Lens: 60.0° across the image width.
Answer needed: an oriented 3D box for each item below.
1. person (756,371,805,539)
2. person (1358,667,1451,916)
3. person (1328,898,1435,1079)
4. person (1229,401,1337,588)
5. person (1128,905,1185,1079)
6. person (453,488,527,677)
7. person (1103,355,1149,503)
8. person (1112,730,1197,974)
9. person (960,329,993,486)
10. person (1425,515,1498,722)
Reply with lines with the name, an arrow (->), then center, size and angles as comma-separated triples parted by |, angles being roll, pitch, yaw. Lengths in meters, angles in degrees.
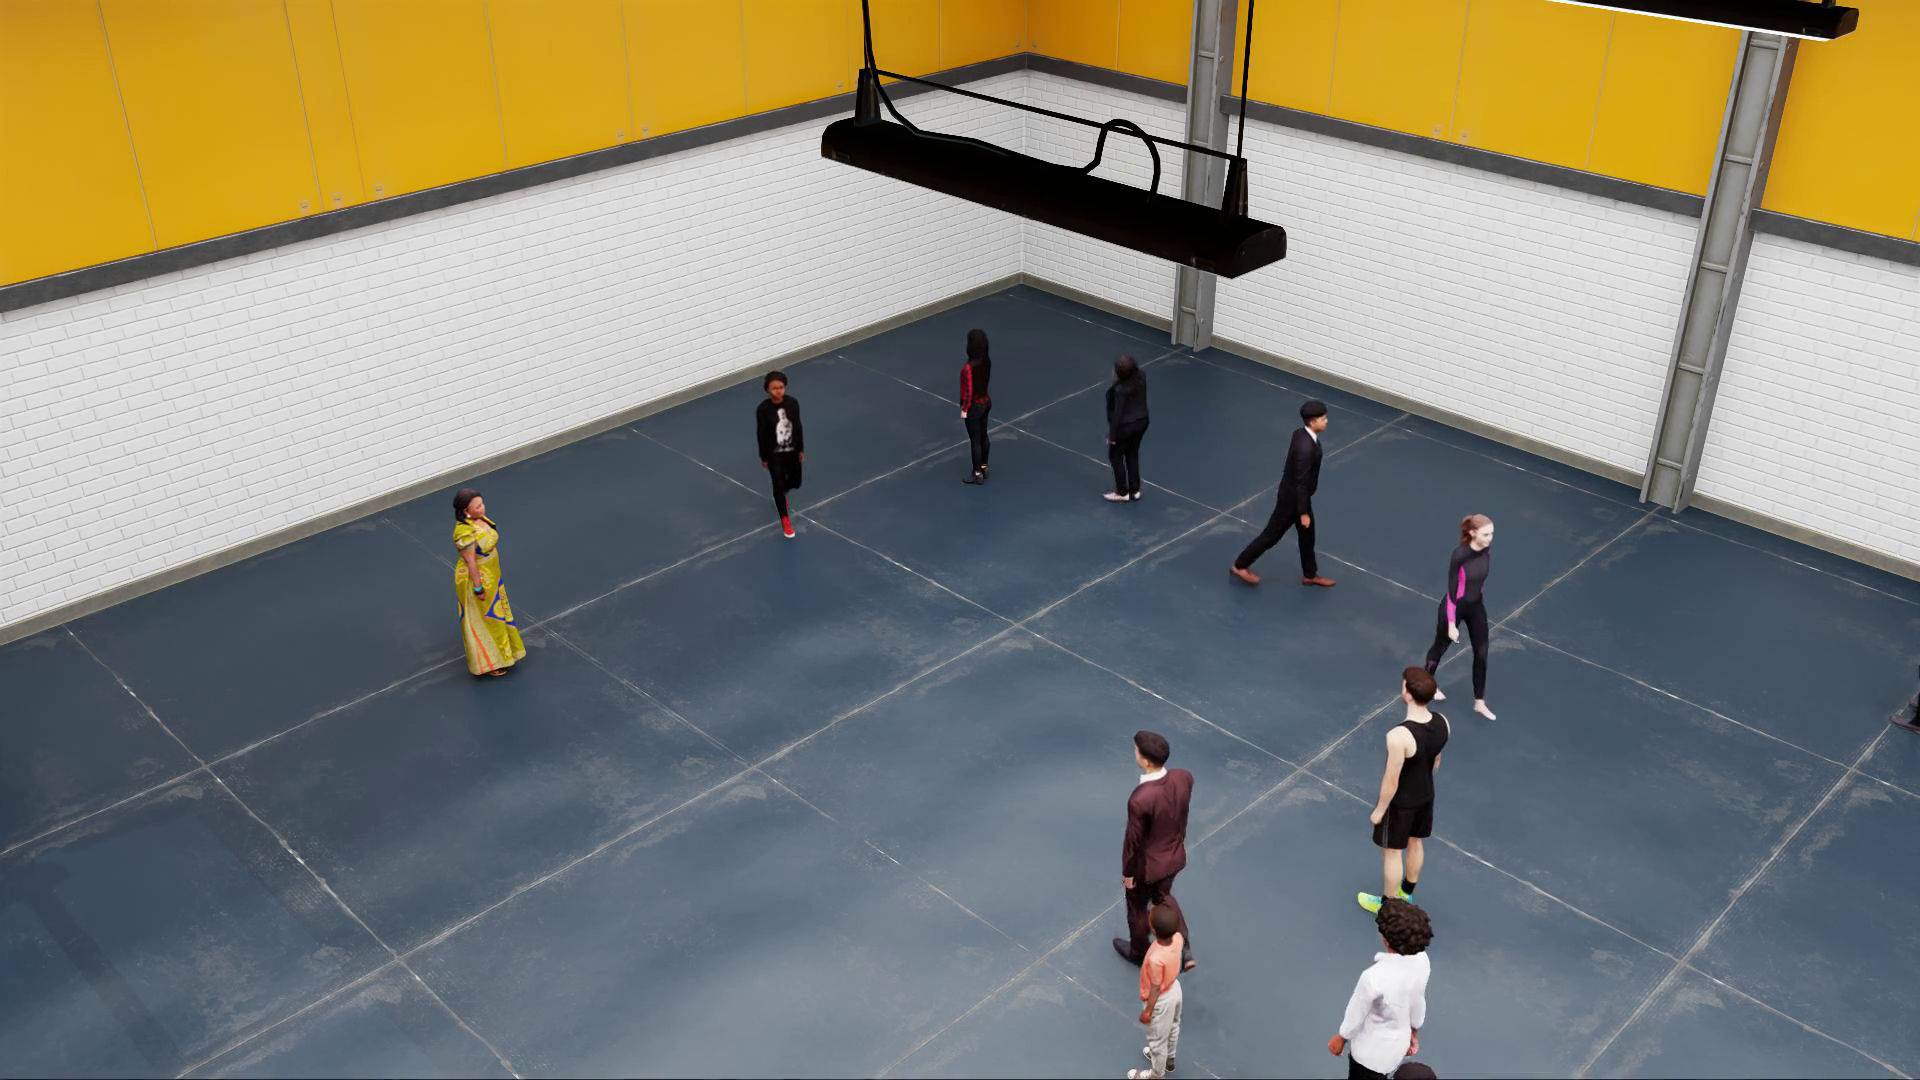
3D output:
person -> -1.723, -0.869, 15.886 | 0.770, 1.667, 0.922 | -13, 31, -22
person -> 2.950, 1.680, 10.979 | 0.731, 1.892, 0.644 | -17, 33, -29
person -> 2.350, 2.776, 9.088 | 0.748, 1.777, 1.167 | -19, 34, -31
person -> 2.877, -0.375, 14.808 | 1.307, 1.833, 1.088 | 8, 30, 14
person -> 1.195, 2.671, 9.768 | 0.521, 1.310, 0.523 | 18, 34, 30
person -> -3.963, 0.320, 13.713 | 1.062, 1.661, 0.981 | -3, 29, -5
person -> 1.656, -1.129, 16.447 | 0.688, 1.586, 0.648 | -20, 35, -33
person -> 1.272, 2.020, 10.400 | 0.778, 1.848, 0.945 | -19, 34, -31
person -> 0.185, -1.355, 16.784 | 0.610, 1.660, 0.644 | 14, 31, 24
person -> 3.927, 0.543, 13.246 | 0.801, 1.716, 1.018 | -11, 30, -19
